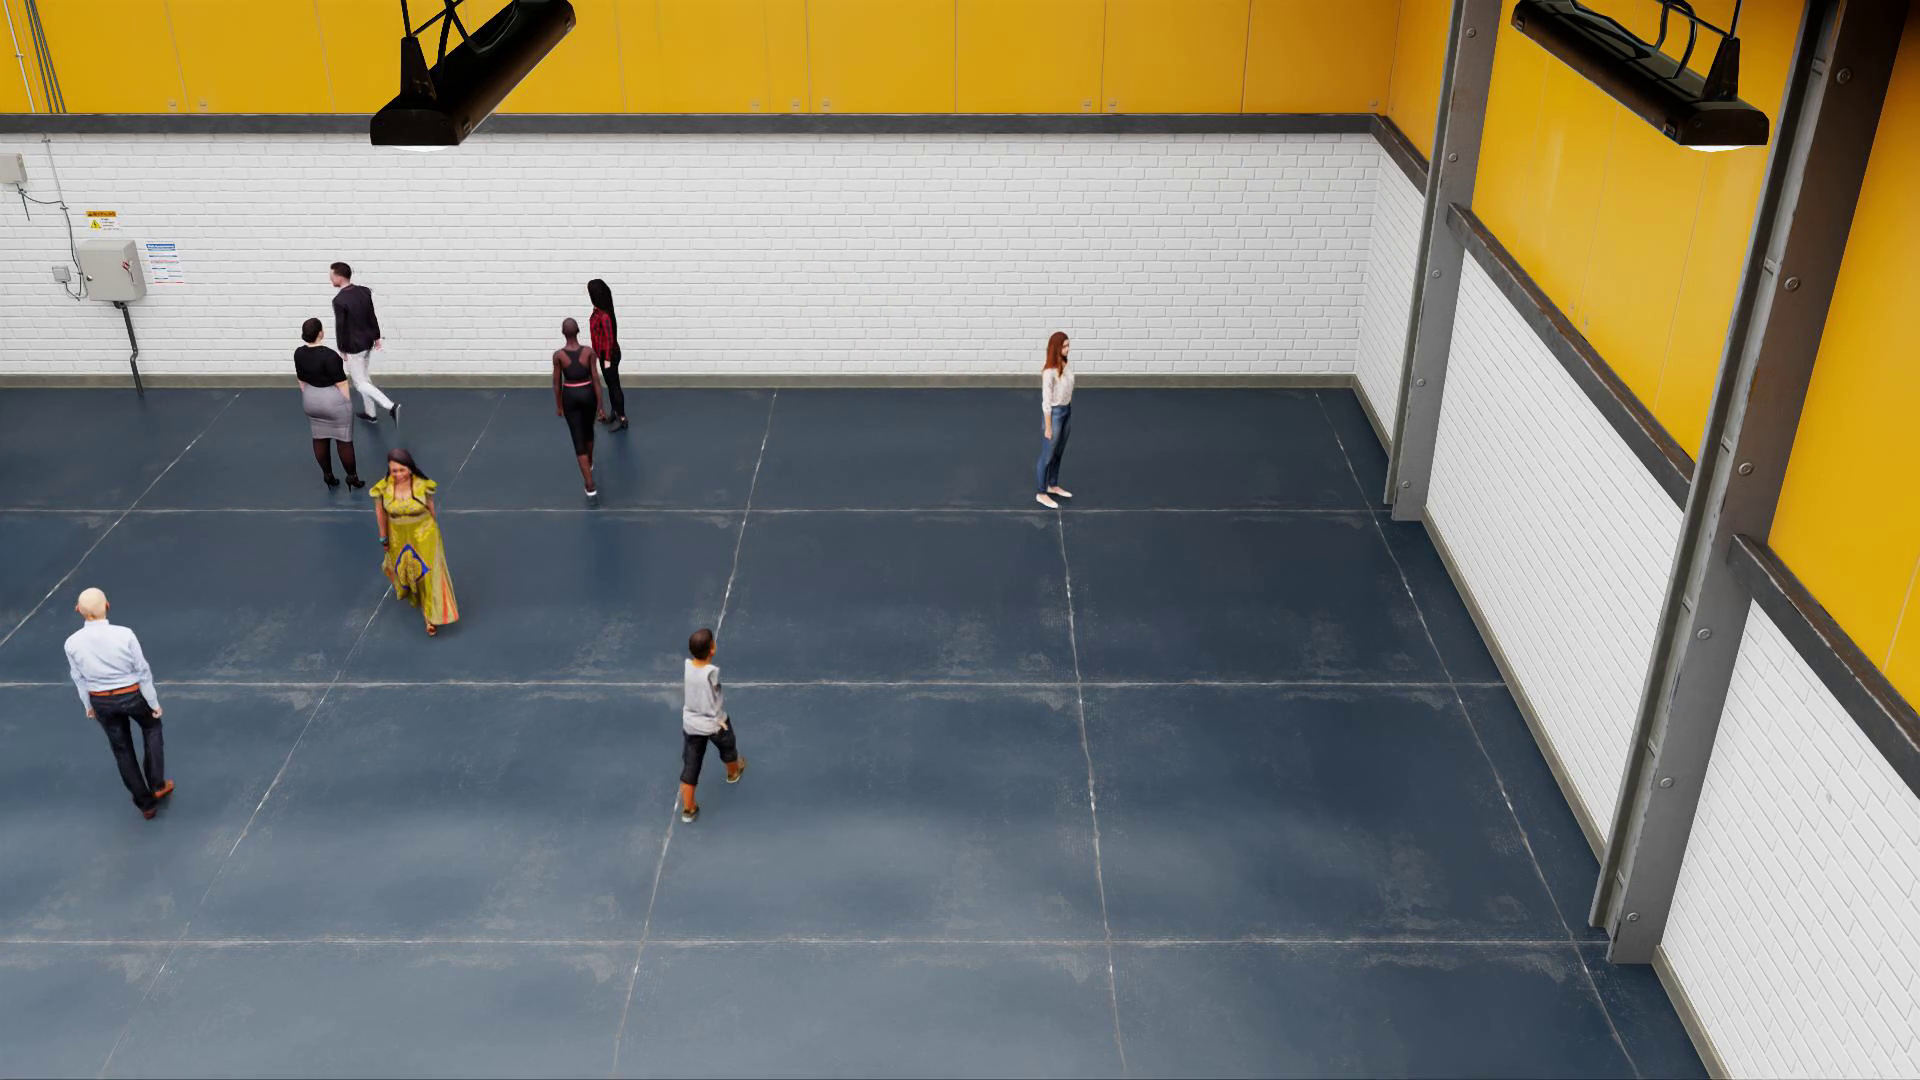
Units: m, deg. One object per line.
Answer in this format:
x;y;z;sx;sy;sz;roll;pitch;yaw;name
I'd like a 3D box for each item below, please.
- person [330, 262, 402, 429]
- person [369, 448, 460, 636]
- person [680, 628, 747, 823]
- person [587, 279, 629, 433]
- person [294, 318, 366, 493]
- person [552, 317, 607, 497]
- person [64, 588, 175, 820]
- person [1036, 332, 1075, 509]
-6.155;-1.971;17.187;1.020;1.811;1.089;15;32;25;person
-4.561;-0.047;13.845;0.923;1.634;1.127;-10;30;-17;person
-1.831;1.264;11.665;0.754;1.421;1.070;8;30;14;person
-3.644;-1.934;17.285;0.711;1.654;0.570;-10;30;-18;person
-6.091;-1.298;16.007;0.725;1.760;0.703;7;29;13;person
-3.647;-1.245;15.962;0.885;1.710;1.280;-9;30;-16;person
-5.781;1.177;11.449;0.744;1.780;0.730;-9;30;-15;person
0.907;-1.168;15.802;0.712;1.728;0.611;18;33;30;person
